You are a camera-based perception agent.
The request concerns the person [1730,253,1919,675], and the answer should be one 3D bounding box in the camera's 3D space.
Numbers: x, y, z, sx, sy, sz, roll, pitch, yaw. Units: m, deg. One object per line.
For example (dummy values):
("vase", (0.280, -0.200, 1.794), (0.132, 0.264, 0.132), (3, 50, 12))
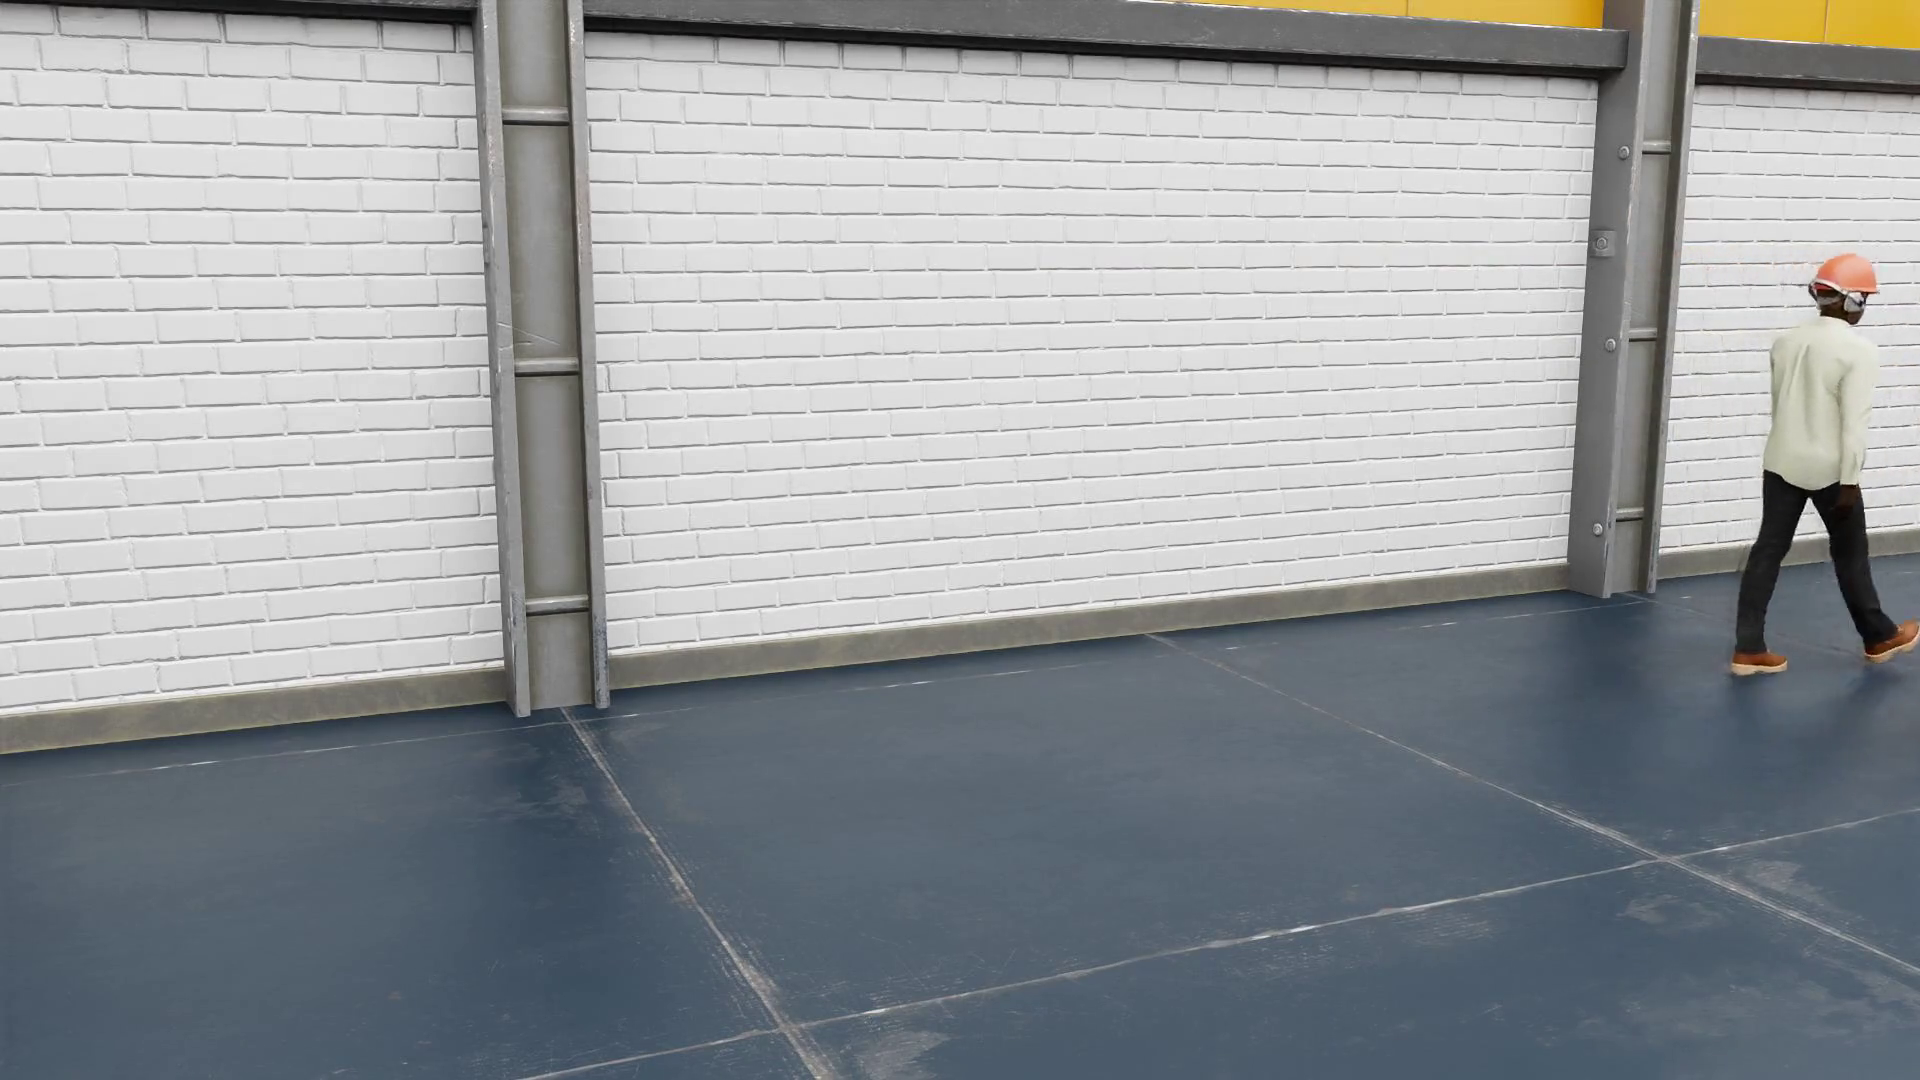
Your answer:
("person", (4.063, -0.342, 7.736), (1.040, 1.935, 0.630), (-4, 11, -20))
